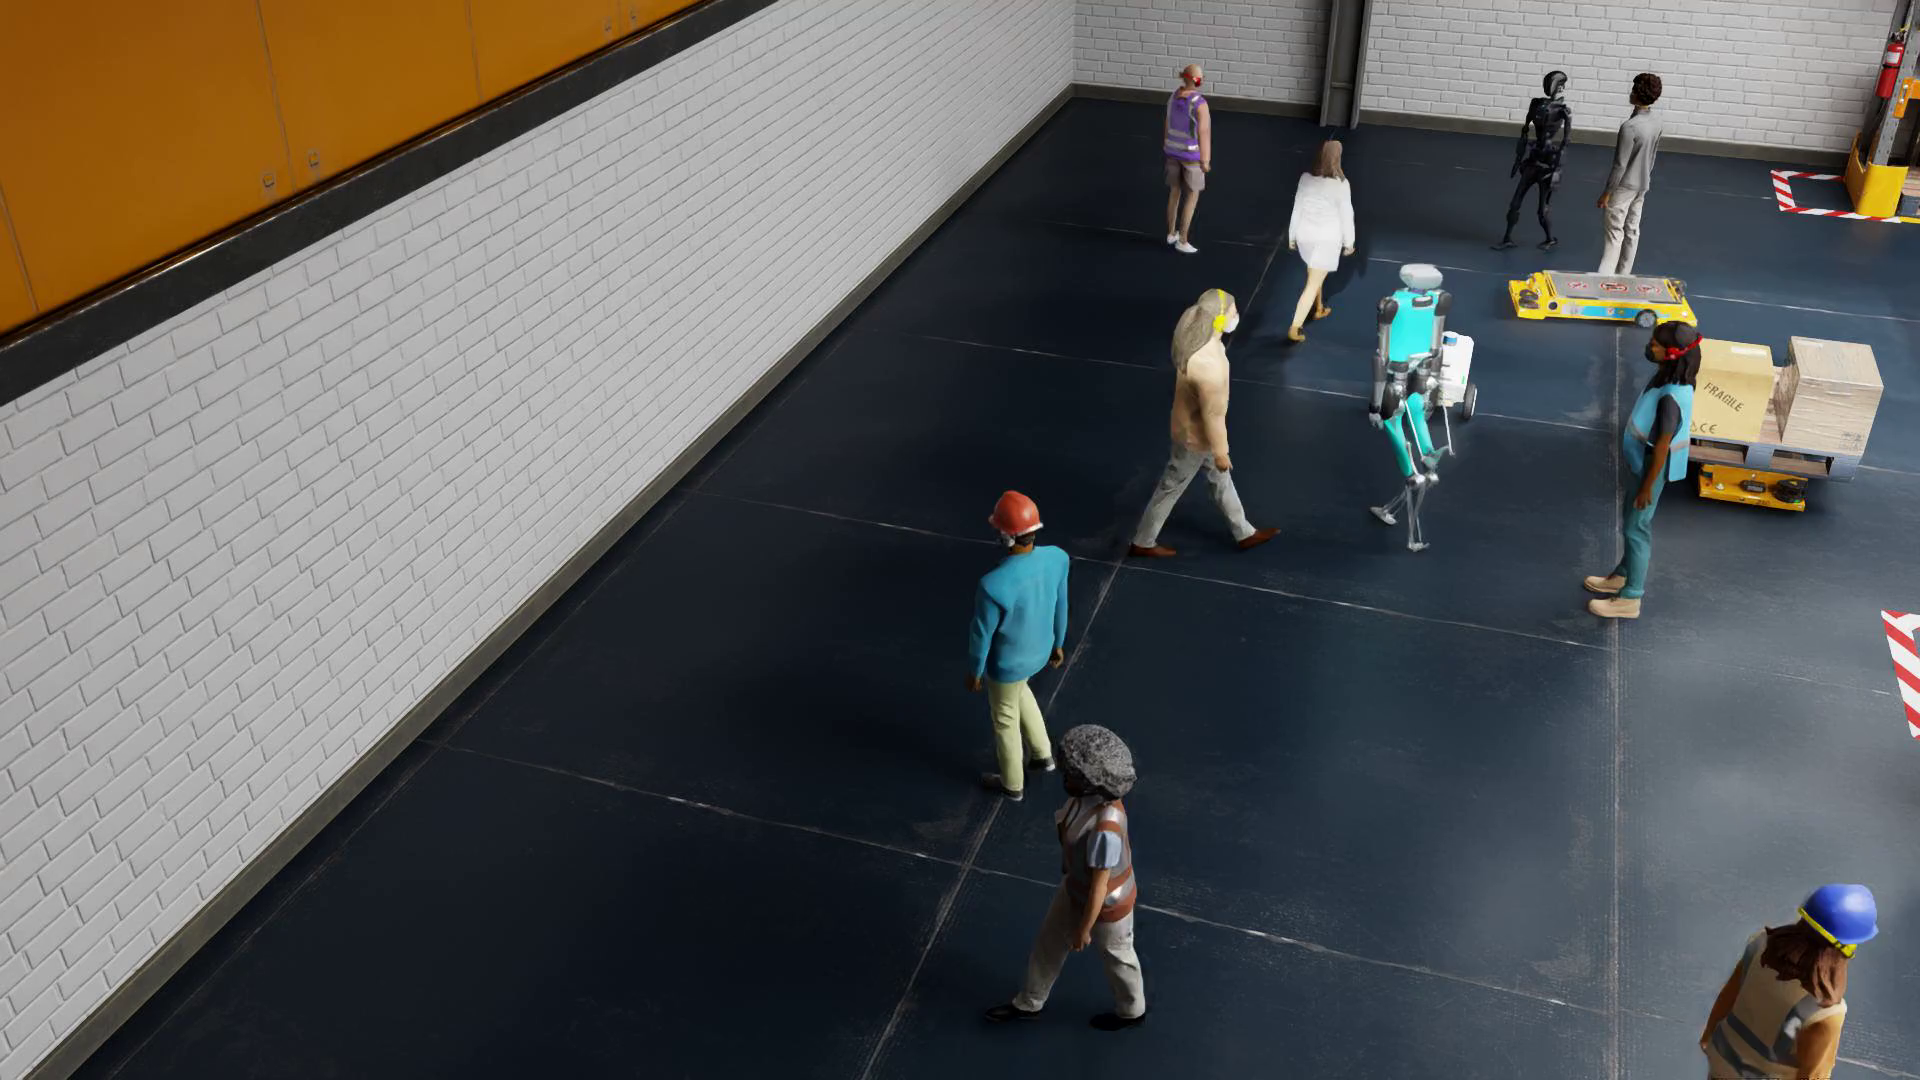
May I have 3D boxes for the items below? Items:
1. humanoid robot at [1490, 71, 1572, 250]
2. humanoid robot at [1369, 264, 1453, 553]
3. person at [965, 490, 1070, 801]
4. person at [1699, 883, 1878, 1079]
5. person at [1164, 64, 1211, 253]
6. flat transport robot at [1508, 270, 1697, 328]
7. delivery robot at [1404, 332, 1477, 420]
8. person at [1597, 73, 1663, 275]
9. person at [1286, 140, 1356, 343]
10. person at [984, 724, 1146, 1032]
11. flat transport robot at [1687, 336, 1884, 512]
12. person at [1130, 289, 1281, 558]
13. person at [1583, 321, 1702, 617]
[{"bbox_3d":[5.264,-3.406,15.060,0.606,1.650,0.585,-15,34,-24],"label":"humanoid robot"},{"bbox_3d":[2.971,-0.763,10.541,0.561,1.834,0.883,-14,33,-22],"label":"humanoid robot"},{"bbox_3d":[0.253,0.541,8.254,0.388,1.739,0.568,26,39,37],"label":"person"},{"bbox_3d":[2.815,1.907,5.910,0.496,1.752,0.501,-10,32,-16],"label":"person"},{"bbox_3d":[2.046,-3.462,15.129,0.409,1.704,0.497,-24,38,-35],"label":"person"},{"bbox_3d":[5.440,-2.046,14.106,1.431,0.231,0.659,5,31,8],"label":"flat transport robot"},{"bbox_3d":[3.650,-1.285,12.501,0.499,0.566,0.739,10,32,16],"label":"delivery robot"},{"bbox_3d":[5.678,-3.006,14.133,0.531,1.900,0.395,-18,35,-28],"label":"person"},{"bbox_3d":[2.902,-2.423,13.414,0.511,1.613,0.883,23,37,33],"label":"person"},{"bbox_3d":[0.459,1.440,6.793,0.792,1.650,0.466,-5,31,-9],"label":"person"},{"bbox_3d":[5.544,-0.640,11.714,0.659,0.231,1.431,10,32,16],"label":"flat transport robot"},{"bbox_3d":[1.551,-0.676,10.238,0.990,1.825,0.586,1,30,2],"label":"person"},{"bbox_3d":[4.040,-0.411,9.762,0.396,1.861,0.518,9,32,16],"label":"person"}]
